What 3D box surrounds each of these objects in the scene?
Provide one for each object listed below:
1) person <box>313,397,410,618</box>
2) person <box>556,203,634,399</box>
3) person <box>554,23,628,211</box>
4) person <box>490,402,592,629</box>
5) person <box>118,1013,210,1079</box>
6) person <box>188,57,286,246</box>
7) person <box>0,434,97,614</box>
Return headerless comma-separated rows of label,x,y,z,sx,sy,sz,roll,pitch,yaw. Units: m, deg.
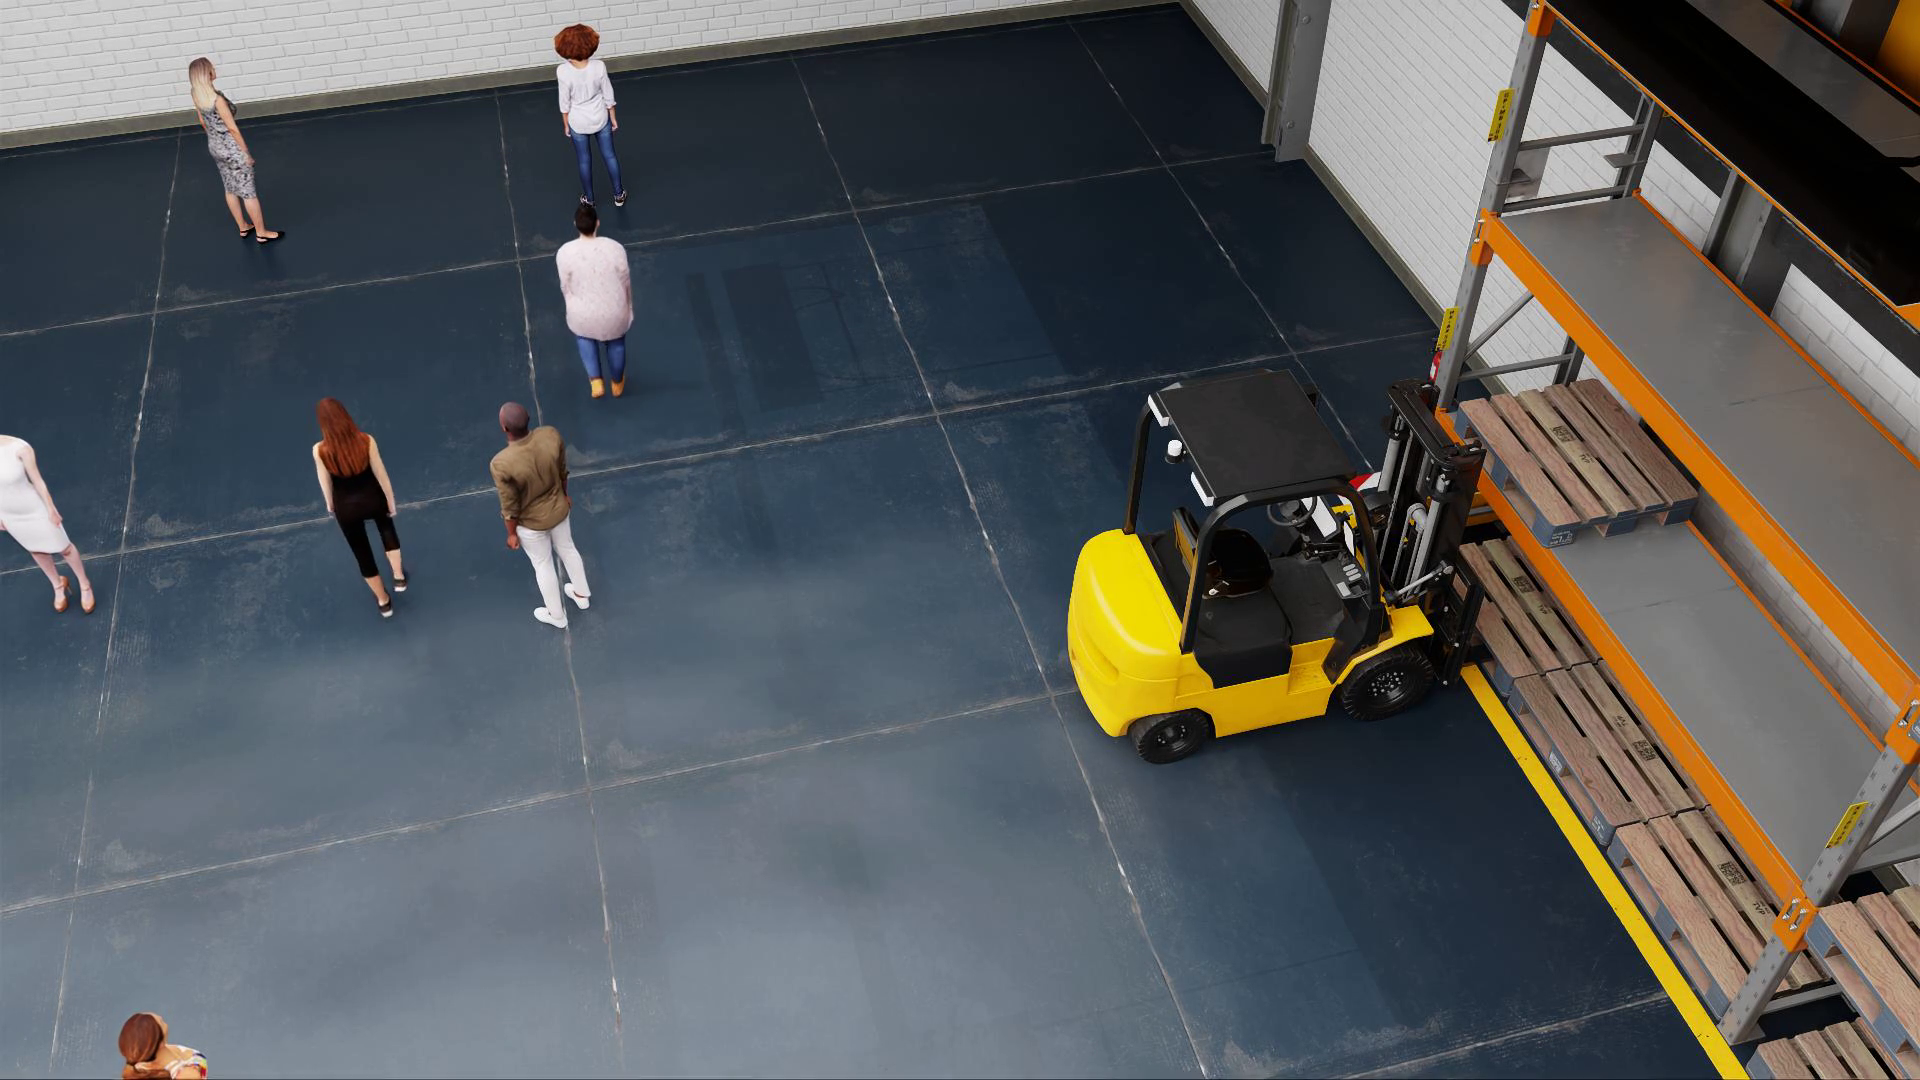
person,-3.908,-0.164,10.874,0.632,1.709,0.681,-18,47,-18
person,-2.731,-1.739,12.507,0.723,1.738,0.749,-7,44,-7
person,-3.257,-3.704,14.589,0.647,1.711,0.596,-12,45,-13
person,-2.714,-0.164,10.790,0.809,1.825,0.806,31,51,28
person,-3.549,2.734,7.773,0.675,1.792,0.715,12,45,12
person,-6.241,-3.307,14.176,0.628,1.706,0.691,22,48,22
person,-6.075,-0.203,10.854,0.595,1.794,0.552,-2,44,-2
